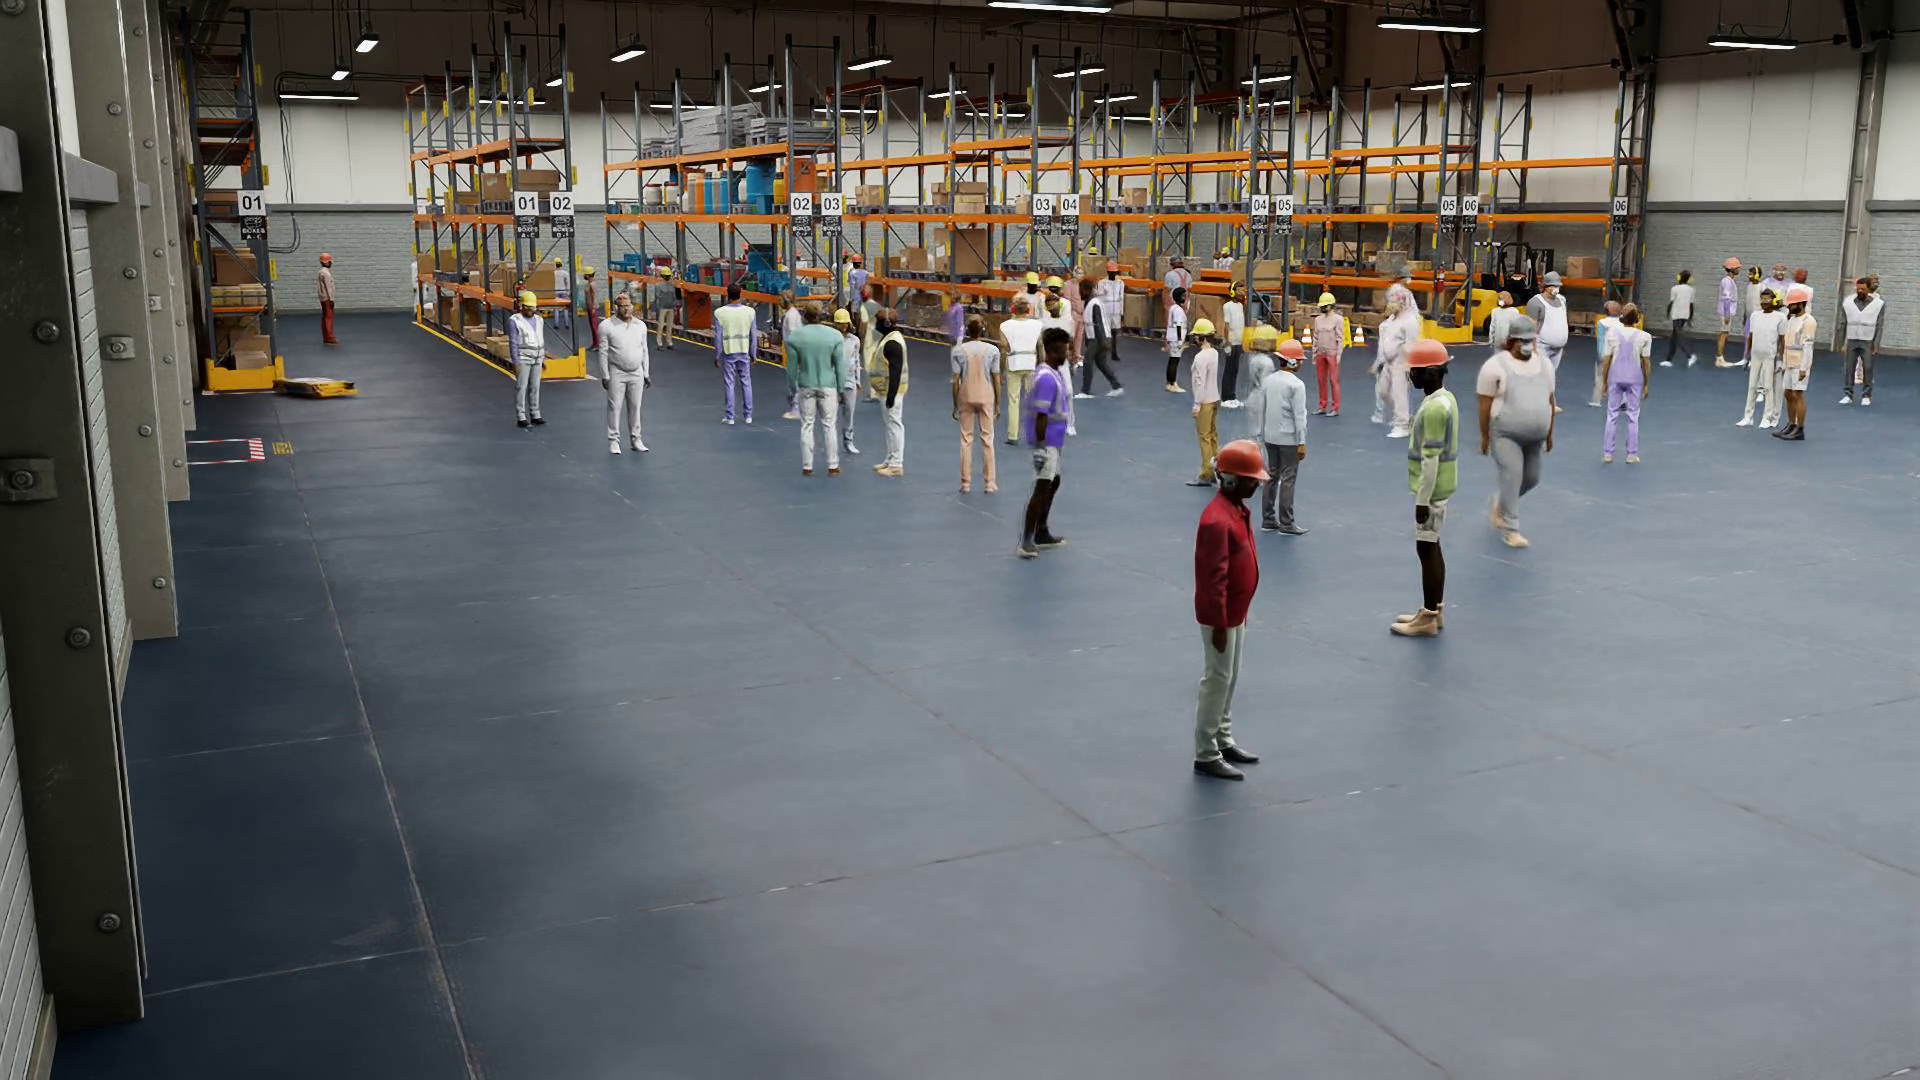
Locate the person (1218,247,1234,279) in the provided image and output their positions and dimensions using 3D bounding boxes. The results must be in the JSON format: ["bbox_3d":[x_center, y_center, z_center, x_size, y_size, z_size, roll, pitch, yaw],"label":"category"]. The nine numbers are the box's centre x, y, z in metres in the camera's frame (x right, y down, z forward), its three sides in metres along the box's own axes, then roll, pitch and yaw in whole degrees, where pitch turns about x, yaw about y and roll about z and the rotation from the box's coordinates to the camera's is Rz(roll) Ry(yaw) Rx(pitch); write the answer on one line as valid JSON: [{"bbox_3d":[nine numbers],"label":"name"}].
[{"bbox_3d":[8.149,-8.069,51.098,0.403,1.825,0.622,-10,15,-42],"label":"person"}]

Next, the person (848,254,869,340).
[{"bbox_3d":[-2.322,-5.506,37.776,0.360,1.939,0.543,10,15,42],"label":"person"}]

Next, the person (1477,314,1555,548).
[{"bbox_3d":[4.850,-0.992,14.572,0.687,2.000,0.799,-2,11,-12],"label":"person"}]

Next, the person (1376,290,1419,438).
[{"bbox_3d":[5.632,-2.264,21.447,0.422,1.889,0.659,-2,11,-8],"label":"person"}]

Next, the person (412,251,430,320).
[{"bbox_3d":[-14.550,-6.855,44.865,0.428,1.862,0.591,4,12,18],"label":"person"}]

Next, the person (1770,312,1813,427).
[{"bbox_3d":[11.165,-2.316,22.353,0.514,1.634,0.312,7,13,33],"label":"person"}]

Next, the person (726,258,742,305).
[{"bbox_3d":[-5.790,-6.384,42.744,0.506,1.741,0.322,-1,11,-7],"label":"person"}]

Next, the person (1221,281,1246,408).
[{"bbox_3d":[4.083,-2.902,24.714,0.328,1.872,0.513,8,14,34],"label":"person"}]

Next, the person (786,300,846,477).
[{"bbox_3d":[-1.569,-1.642,18.164,0.658,1.933,0.373,0,11,-2],"label":"person"}]

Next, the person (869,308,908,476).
[{"bbox_3d":[-0.785,-1.632,18.332,0.430,1.844,0.624,-1,11,-6],"label":"person"}]

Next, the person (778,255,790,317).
[{"bbox_3d":[-4.976,-7.009,45.940,0.550,1.735,0.381,5,12,24],"label":"person"}]

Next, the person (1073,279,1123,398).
[{"bbox_3d":[2.182,-3.143,25.980,0.835,1.872,0.611,-2,11,-8],"label":"person"}]

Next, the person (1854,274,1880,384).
[{"bbox_3d":[15.301,-3.551,28.078,0.509,1.846,0.342,-5,12,-23],"label":"person"}]

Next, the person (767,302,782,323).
[{"bbox_3d":[-4.875,-6.532,43.760,0.516,1.636,0.314,2,11,10],"label":"person"}]

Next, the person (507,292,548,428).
[{"bbox_3d":[-5.808,-2.430,22.430,0.404,1.825,0.587,7,13,32],"label":"person"}]

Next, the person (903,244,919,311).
[{"bbox_3d":[-1.341,-7.757,49.189,0.627,1.966,1.188,4,12,20],"label":"person"}]

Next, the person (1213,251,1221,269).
[{"bbox_3d":[8.361,-8.562,54.077,0.280,1.636,0.500,2,11,12],"label":"person"}]

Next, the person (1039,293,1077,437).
[{"bbox_3d":[1.298,-2.254,21.498,0.525,1.836,0.653,-3,11,-13],"label":"person"}]

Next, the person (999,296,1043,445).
[{"bbox_3d":[0.761,-2.095,20.677,0.571,1.843,0.372,-3,12,-15],"label":"person"}]

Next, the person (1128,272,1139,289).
[{"bbox_3d":[5.650,-8.640,54.381,0.548,1.659,0.488,-8,14,-35],"label":"person"}]

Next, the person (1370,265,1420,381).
[{"bbox_3d":[7.553,-3.770,28.689,0.974,2.000,0.682,6,13,29],"label":"person"}]

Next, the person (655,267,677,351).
[{"bbox_3d":[-6.165,-4.862,34.975,0.367,1.760,0.530,10,15,41],"label":"person"}]

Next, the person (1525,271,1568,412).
[{"bbox_3d":[8.505,-2.849,24.010,0.684,2.000,0.538,-6,13,-29],"label":"person"}]

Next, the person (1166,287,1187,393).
[{"bbox_3d":[3.478,-3.213,26.729,0.321,1.698,0.537,-1,11,-3],"label":"person"}]

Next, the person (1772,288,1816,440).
[{"bbox_3d":[10.635,-2.237,21.203,0.391,1.924,0.552,0,11,1],"label":"person"}]

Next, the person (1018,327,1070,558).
[{"bbox_3d":[0.692,-0.837,14.124,0.469,1.926,0.811,1,11,3],"label":"person"}]

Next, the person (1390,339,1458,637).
[{"bbox_3d":[3.173,-0.349,11.344,0.409,2.034,0.608,4,12,20],"label":"person"}]

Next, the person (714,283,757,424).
[{"bbox_3d":[-3.071,-2.547,22.786,0.598,1.917,0.378,-5,12,-23],"label":"person"}]

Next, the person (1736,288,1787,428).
[{"bbox_3d":[10.805,-2.440,22.364,0.333,1.873,0.520,-9,14,-38],"label":"person"}]

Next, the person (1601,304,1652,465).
[{"bbox_3d":[7.649,-1.787,19.110,0.514,1.846,0.337,6,12,26],"label":"person"}]

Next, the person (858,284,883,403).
[{"bbox_3d":[-1.342,-3.033,25.614,0.541,1.796,0.750,5,12,23],"label":"person"}]

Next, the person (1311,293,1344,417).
[{"bbox_3d":[5.209,-2.631,23.640,0.342,1.754,0.531,-8,14,-36],"label":"person"}]

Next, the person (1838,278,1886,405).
[{"bbox_3d":[13.579,-2.993,25.089,0.600,1.911,0.395,10,15,40],"label":"person"}]

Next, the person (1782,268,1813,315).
[{"bbox_3d":[15.589,-4.143,31.075,0.896,1.850,0.583,-10,15,-40],"label":"person"}]

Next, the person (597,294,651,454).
[{"bbox_3d":[-4.020,-1.994,20.006,0.638,1.910,0.407,-8,14,-35],"label":"person"}]
